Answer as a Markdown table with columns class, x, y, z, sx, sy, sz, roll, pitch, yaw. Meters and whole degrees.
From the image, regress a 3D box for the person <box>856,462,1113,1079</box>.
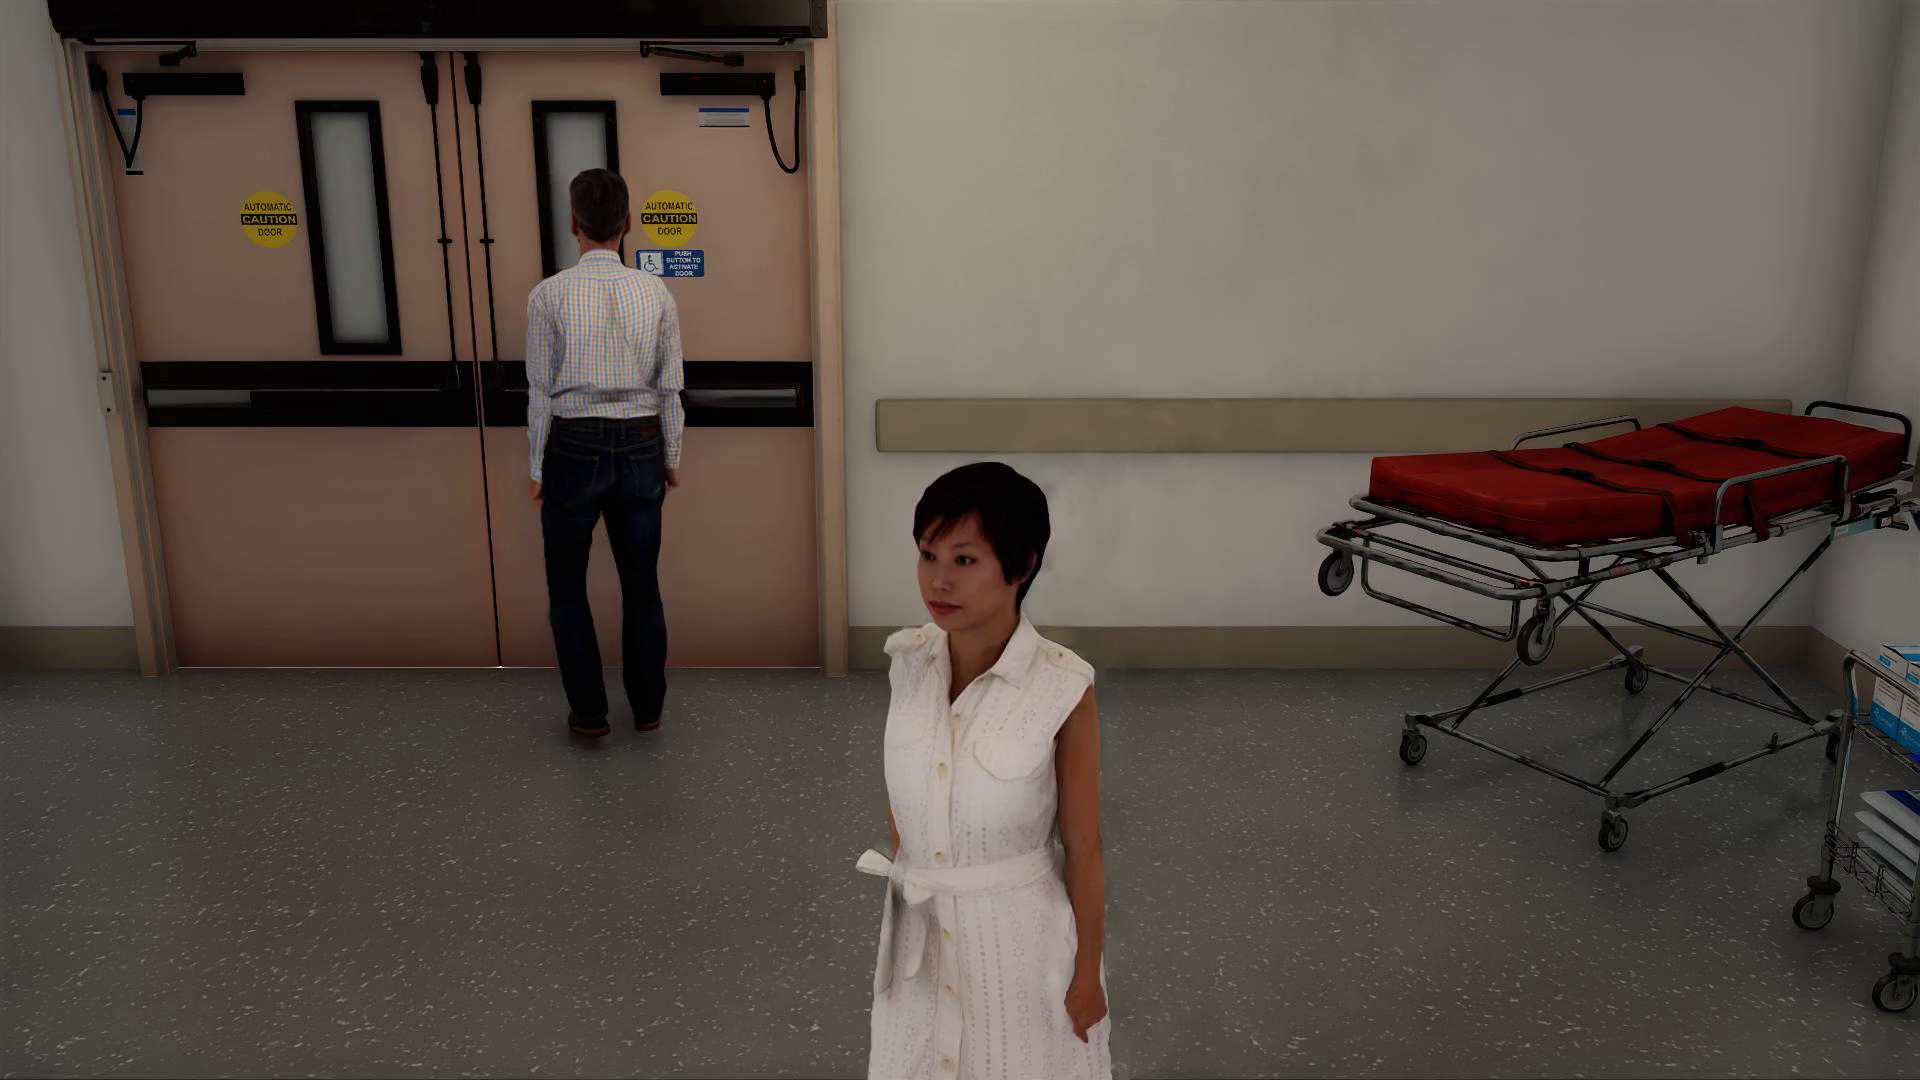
| class | x | y | z | sx | sy | sz | roll | pitch | yaw |
| --- | --- | --- | --- | --- | --- | --- | --- | --- | --- |
| person | 0.082 | 0.628 | 2.674 | 0.848 | 1.527 | 1.054 | 9 | 18 | 28 |

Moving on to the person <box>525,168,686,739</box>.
| class | x | y | z | sx | sy | sz | roll | pitch | yaw |
| --- | --- | --- | --- | --- | --- | --- | --- | --- | --- |
| person | -1.135 | -0.253 | 5.267 | 0.763 | 1.816 | 0.754 | -7 | 17 | -23 |
